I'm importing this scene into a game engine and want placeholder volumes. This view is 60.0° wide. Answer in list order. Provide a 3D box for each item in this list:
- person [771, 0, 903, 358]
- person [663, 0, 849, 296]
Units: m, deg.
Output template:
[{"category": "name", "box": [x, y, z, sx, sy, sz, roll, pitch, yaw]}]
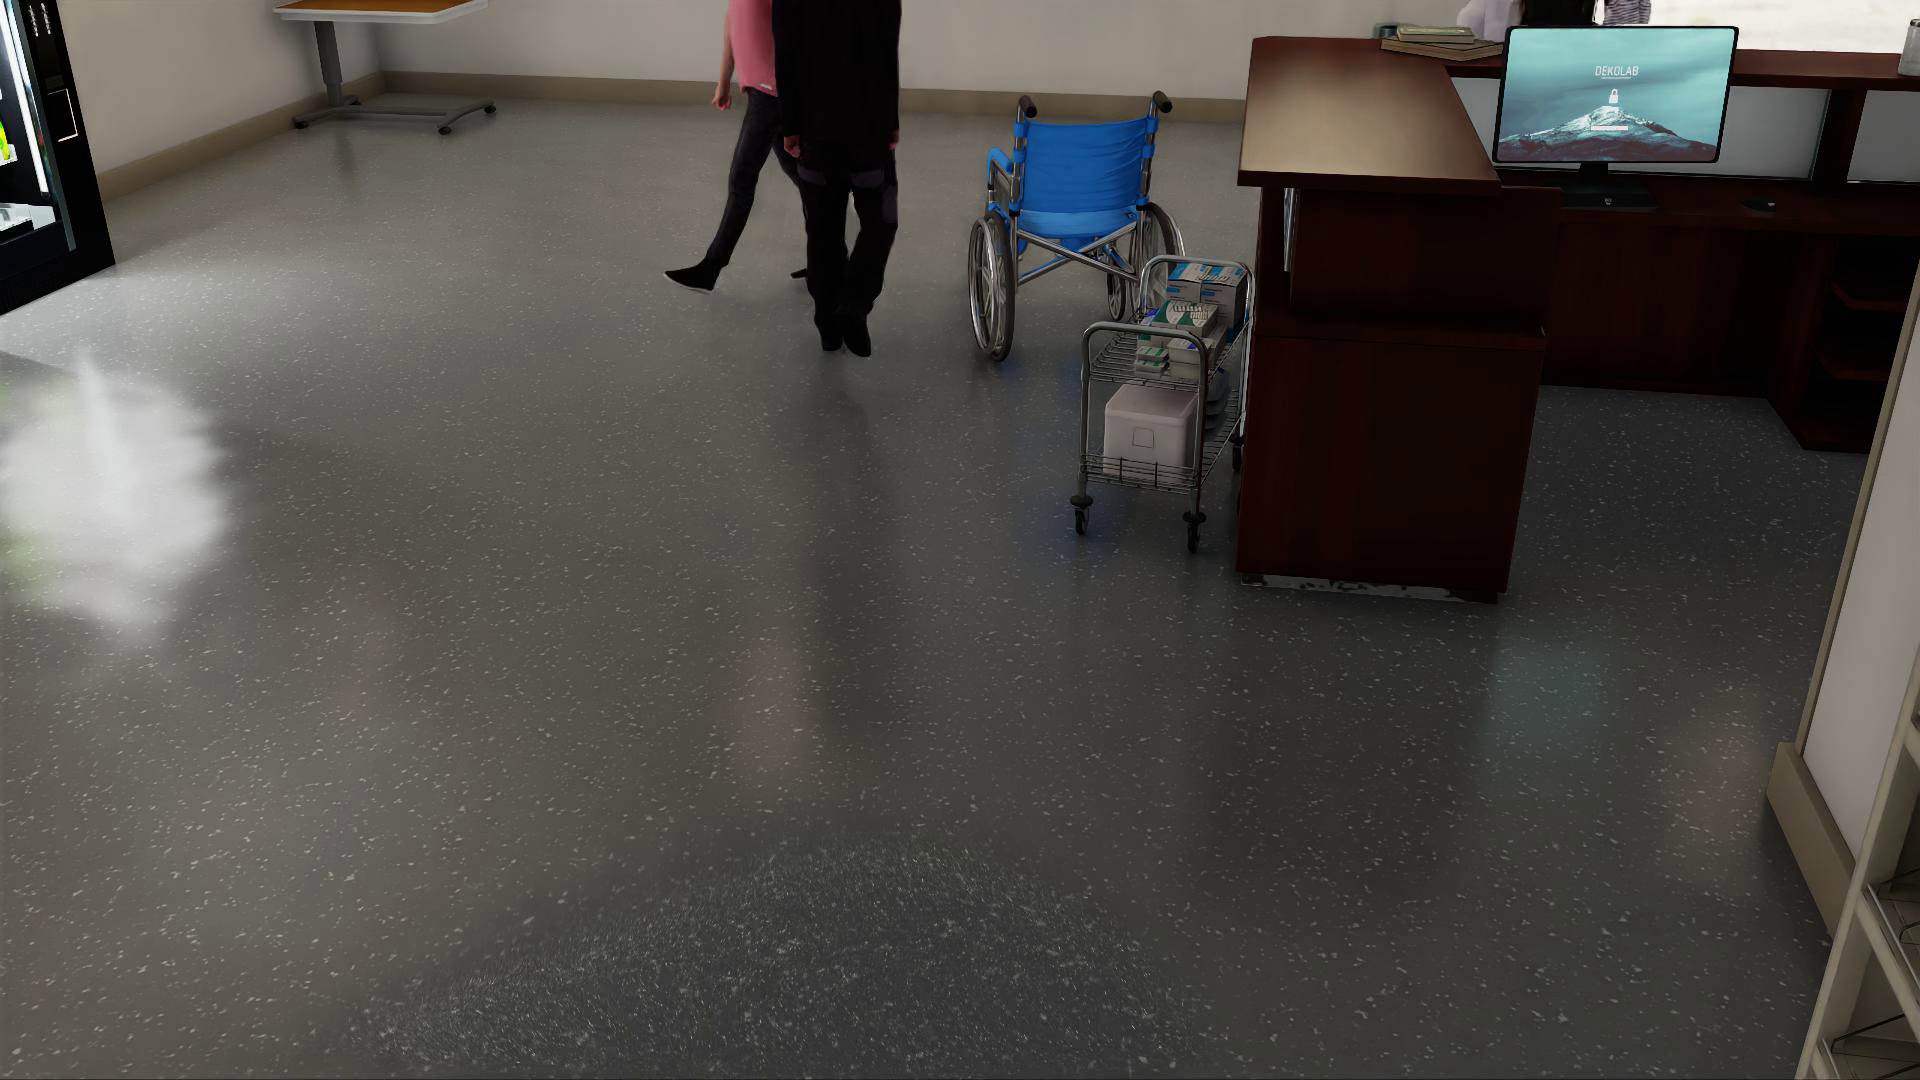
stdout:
[{"category": "person", "box": [-0.475, -1.624, 6.769, 0.687, 1.888, 0.968, 3, 26, 6]}, {"category": "person", "box": [-0.771, -2.045, 7.622, 1.182, 1.906, 1.241, -9, 27, -19]}]
